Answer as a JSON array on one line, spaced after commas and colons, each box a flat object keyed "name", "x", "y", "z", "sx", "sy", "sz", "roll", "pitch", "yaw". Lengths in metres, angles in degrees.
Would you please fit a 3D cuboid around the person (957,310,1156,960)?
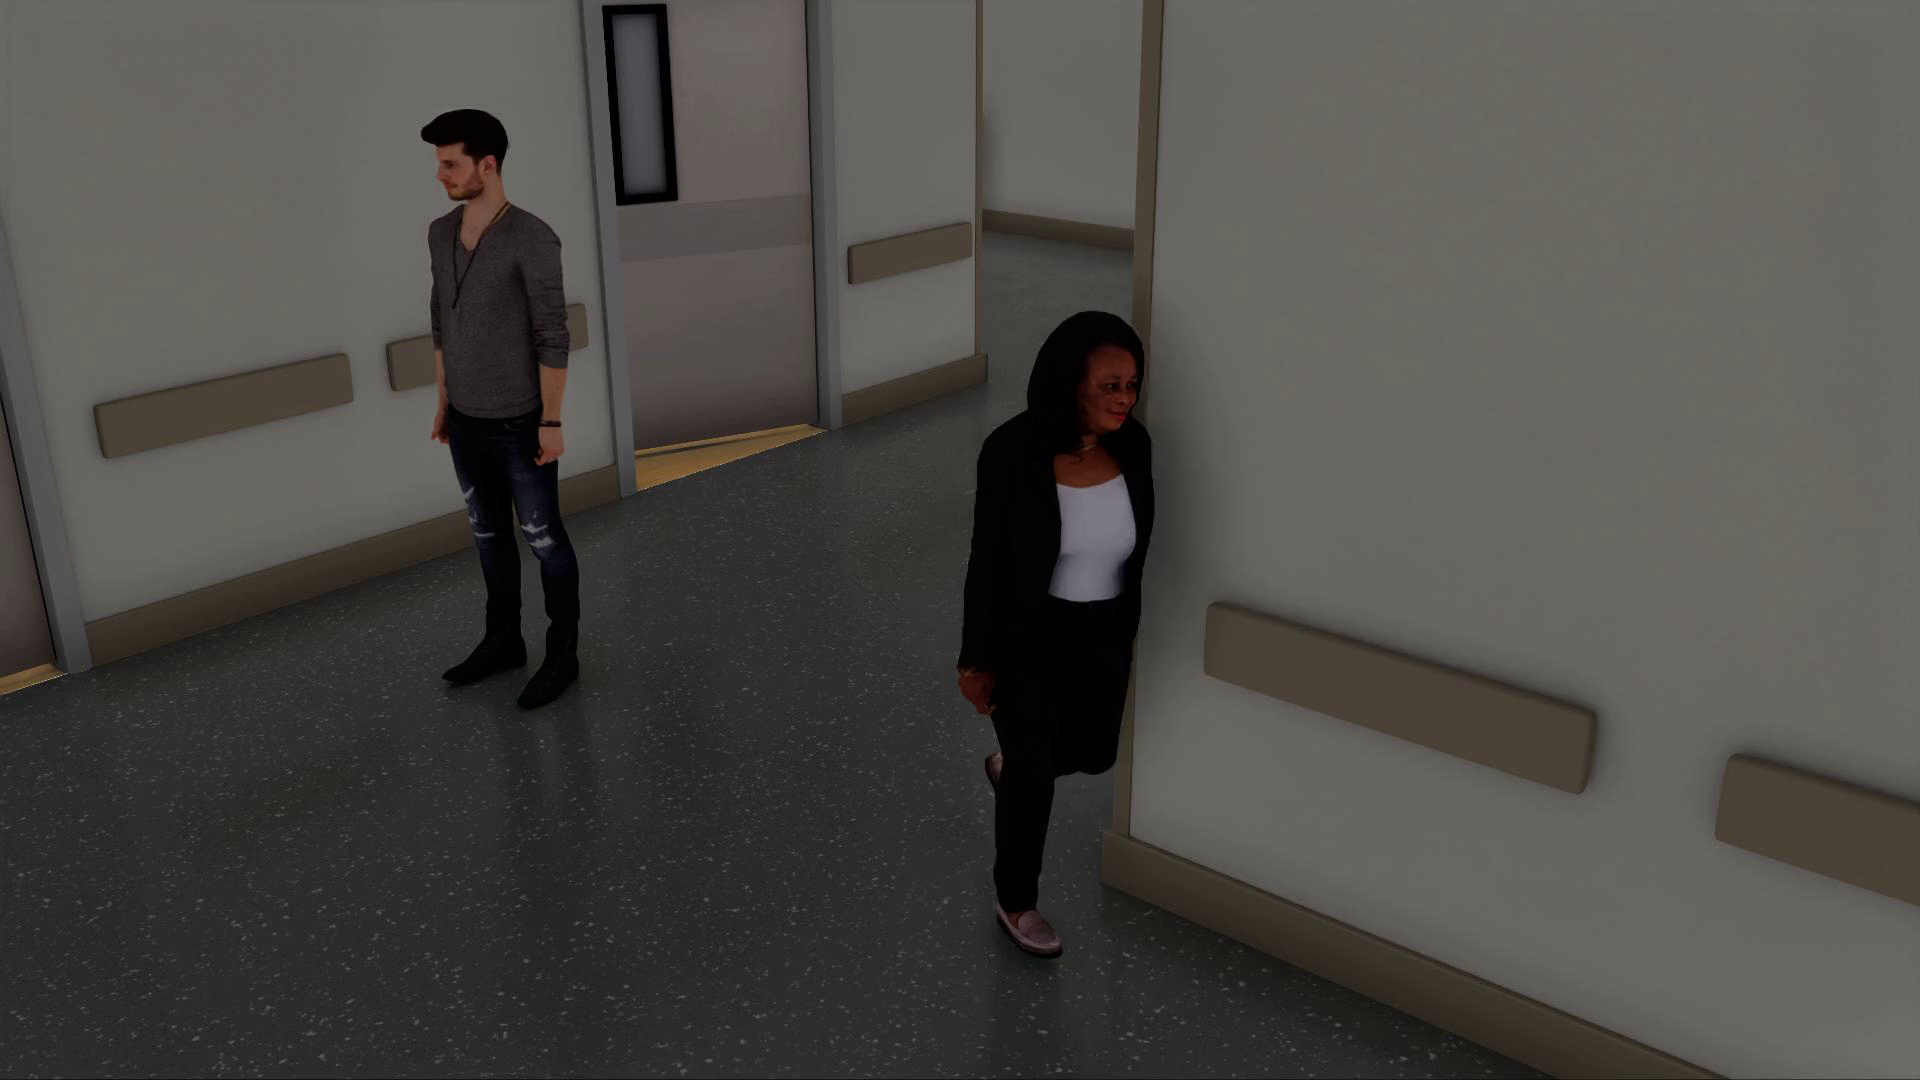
[{"name": "person", "x": 0.203, "y": 0.212, "z": 4.102, "sx": 0.899, "sy": 1.591, "sz": 0.911, "roll": -9, "pitch": 22, "yaw": -21}]

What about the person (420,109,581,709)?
[{"name": "person", "x": -1.457, "y": -0.415, "z": 5.324, "sx": 0.732, "sy": 1.899, "sz": 0.633, "roll": 12, "pitch": 24, "yaw": 28}]
